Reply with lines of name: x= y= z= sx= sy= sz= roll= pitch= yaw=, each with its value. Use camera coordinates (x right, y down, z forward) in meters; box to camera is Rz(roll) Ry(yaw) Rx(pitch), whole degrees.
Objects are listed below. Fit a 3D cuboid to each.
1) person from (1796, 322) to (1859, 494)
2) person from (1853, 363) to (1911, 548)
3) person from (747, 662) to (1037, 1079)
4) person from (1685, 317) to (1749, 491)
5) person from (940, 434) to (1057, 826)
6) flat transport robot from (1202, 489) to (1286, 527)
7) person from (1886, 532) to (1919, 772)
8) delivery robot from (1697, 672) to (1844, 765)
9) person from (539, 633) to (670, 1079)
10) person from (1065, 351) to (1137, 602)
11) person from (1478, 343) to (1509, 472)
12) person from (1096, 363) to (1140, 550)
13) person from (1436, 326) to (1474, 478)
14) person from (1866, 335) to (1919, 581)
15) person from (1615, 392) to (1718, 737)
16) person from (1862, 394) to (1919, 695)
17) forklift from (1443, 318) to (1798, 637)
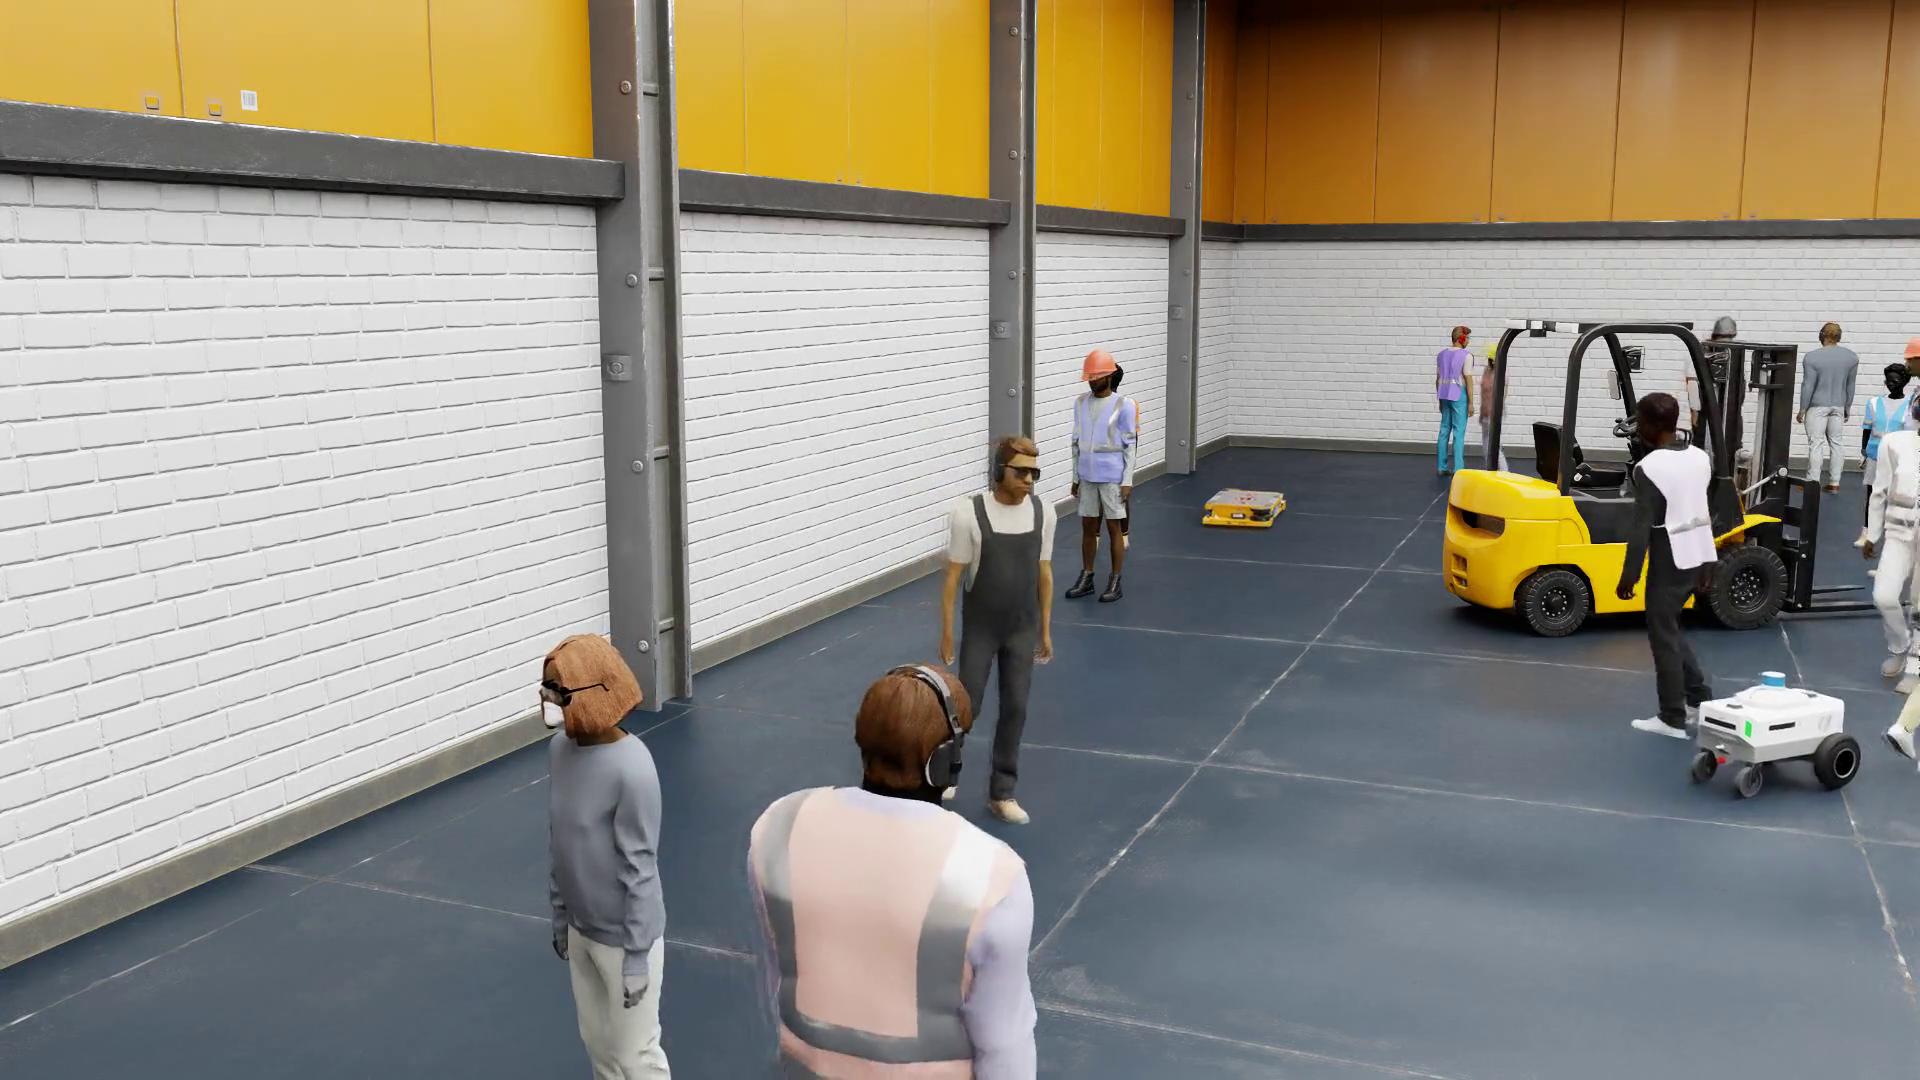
person: x=9.729 y=-1.478 z=18.703 sx=0.627 sy=1.941 sz=0.371 roll=-1 pitch=9 yaw=-4
person: x=8.378 y=-0.743 z=14.985 sx=0.317 sy=1.697 sz=0.533 roll=-8 pitch=13 yaw=-42
person: x=-0.144 y=1.135 z=3.268 sx=0.626 sy=1.813 sz=0.833 roll=4 pitch=10 yaw=23
person: x=8.272 y=-1.431 z=18.113 sx=0.690 sy=2.000 sz=0.829 roll=1 pitch=9 yaw=5
person: x=0.151 y=0.400 z=7.704 sx=0.534 sy=1.821 sz=0.611 roll=-4 pitch=10 yaw=-22
flat transport robot: x=2.885 y=-0.333 z=16.811 sx=0.652 sy=0.197 sz=1.431 roll=3 pitch=10 yaw=17
person: x=4.992 y=0.392 z=8.335 sx=0.346 sy=1.614 sz=0.522 roll=-1 pitch=9 yaw=-6
delivery robot: x=4.007 y=0.896 z=8.223 sx=0.707 sy=0.478 sz=0.477 roll=-4 pitch=10 yaw=-24
person: x=-0.935 y=1.042 z=4.390 sx=0.281 sy=1.624 sz=0.494 roll=-8 pitch=12 yaw=-41
person: x=1.070 y=-0.484 z=12.721 sx=0.546 sy=1.926 sz=0.388 roll=7 pitch=12 yaw=37
person: x=5.948 y=-1.330 z=18.507 sx=0.344 sy=1.719 sz=0.631 roll=0 pitch=9 yaw=-2
person: x=1.360 y=-0.750 z=15.048 sx=0.534 sy=1.691 sz=0.318 roll=-1 pitch=9 yaw=-6
person: x=5.995 y=-1.669 z=20.171 sx=0.388 sy=1.836 sz=0.564 roll=-5 pitch=11 yaw=-28
person: x=7.796 y=-0.635 z=13.351 sx=0.691 sy=2.021 sz=0.611 roll=3 pitch=10 yaw=17
person: x=3.841 y=0.147 z=9.027 sx=0.608 sy=1.890 sz=0.467 roll=-8 pitch=12 yaw=-40
person: x=5.747 y=-0.002 z=9.974 sx=0.612 sy=1.868 sz=0.417 roll=9 pitch=13 yaw=42
forklift: x=4.706 y=-0.497 z=11.990 sx=2.313 sy=2.155 sz=1.214 roll=-2 pitch=10 yaw=-10
